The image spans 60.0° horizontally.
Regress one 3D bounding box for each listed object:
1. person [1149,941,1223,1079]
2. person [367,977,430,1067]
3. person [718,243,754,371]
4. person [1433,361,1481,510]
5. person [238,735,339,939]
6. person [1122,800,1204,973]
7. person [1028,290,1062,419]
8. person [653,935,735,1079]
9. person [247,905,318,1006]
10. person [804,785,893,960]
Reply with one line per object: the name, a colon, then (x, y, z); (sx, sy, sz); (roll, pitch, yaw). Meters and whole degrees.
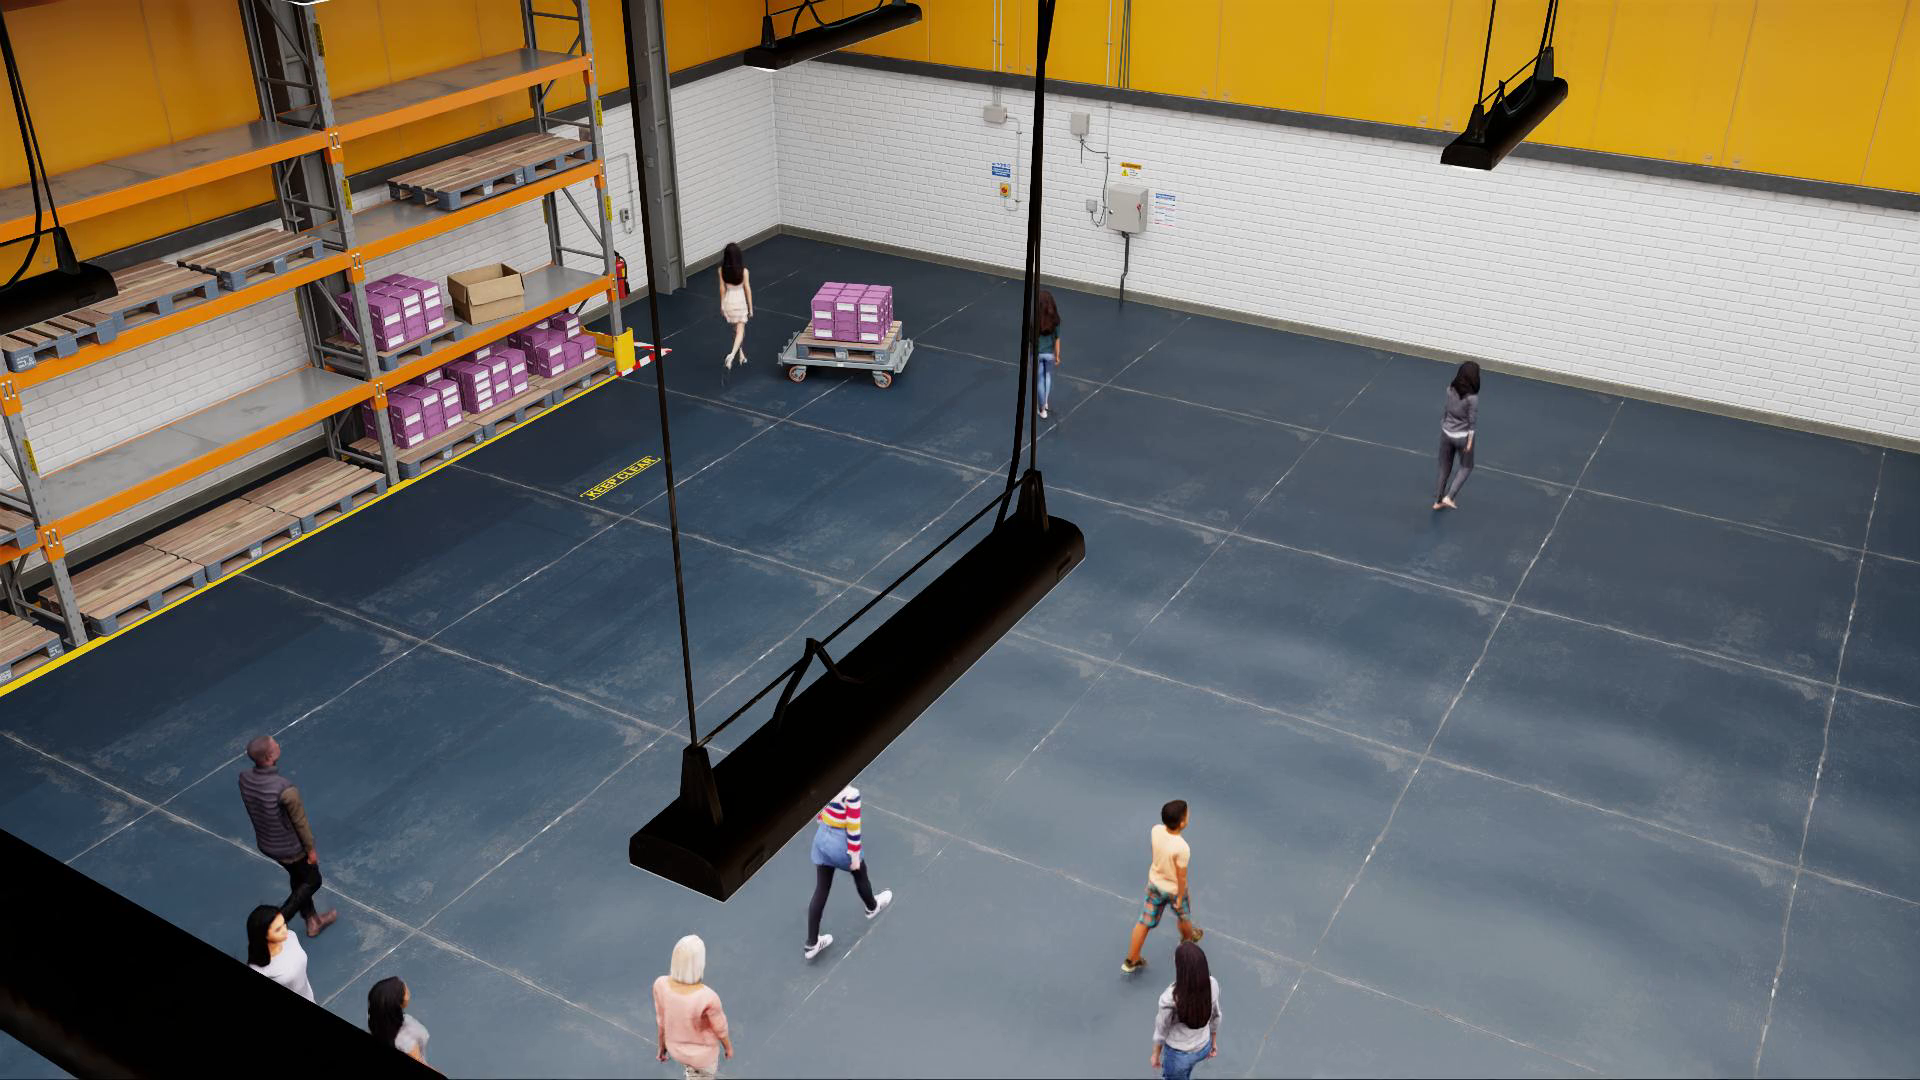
person: (1.453, 3.233, 10.346); (1.004, 1.608, 0.941); (-17, 33, -28)
person: (-3.296, 3.349, 9.950); (0.813, 1.784, 0.695); (13, 31, 22)
person: (-2.946, -2.977, 21.618); (0.779, 1.716, 1.033); (5, 29, 9)
person: (5.355, -1.089, 18.121); (0.710, 1.751, 0.686); (-24, 37, -37)
person: (-4.915, 2.231, 11.963); (0.695, 1.819, 0.930); (15, 32, 25)
person: (1.426, 2.493, 11.885); (0.666, 1.432, 1.020); (24, 37, 37)
person: (1.030, -2.255, 20.411); (0.746, 1.604, 0.806); (-7, 29, -13)
person: (-1.693, 3.206, 10.296); (0.690, 1.703, 0.842); (10, 30, 17)
person: (-4.301, 3.022, 10.604); (0.723, 1.732, 0.581); (5, 29, 9)
person: (-0.951, 2.242, 12.001); (0.794, 1.763, 1.155); (22, 35, 34)
